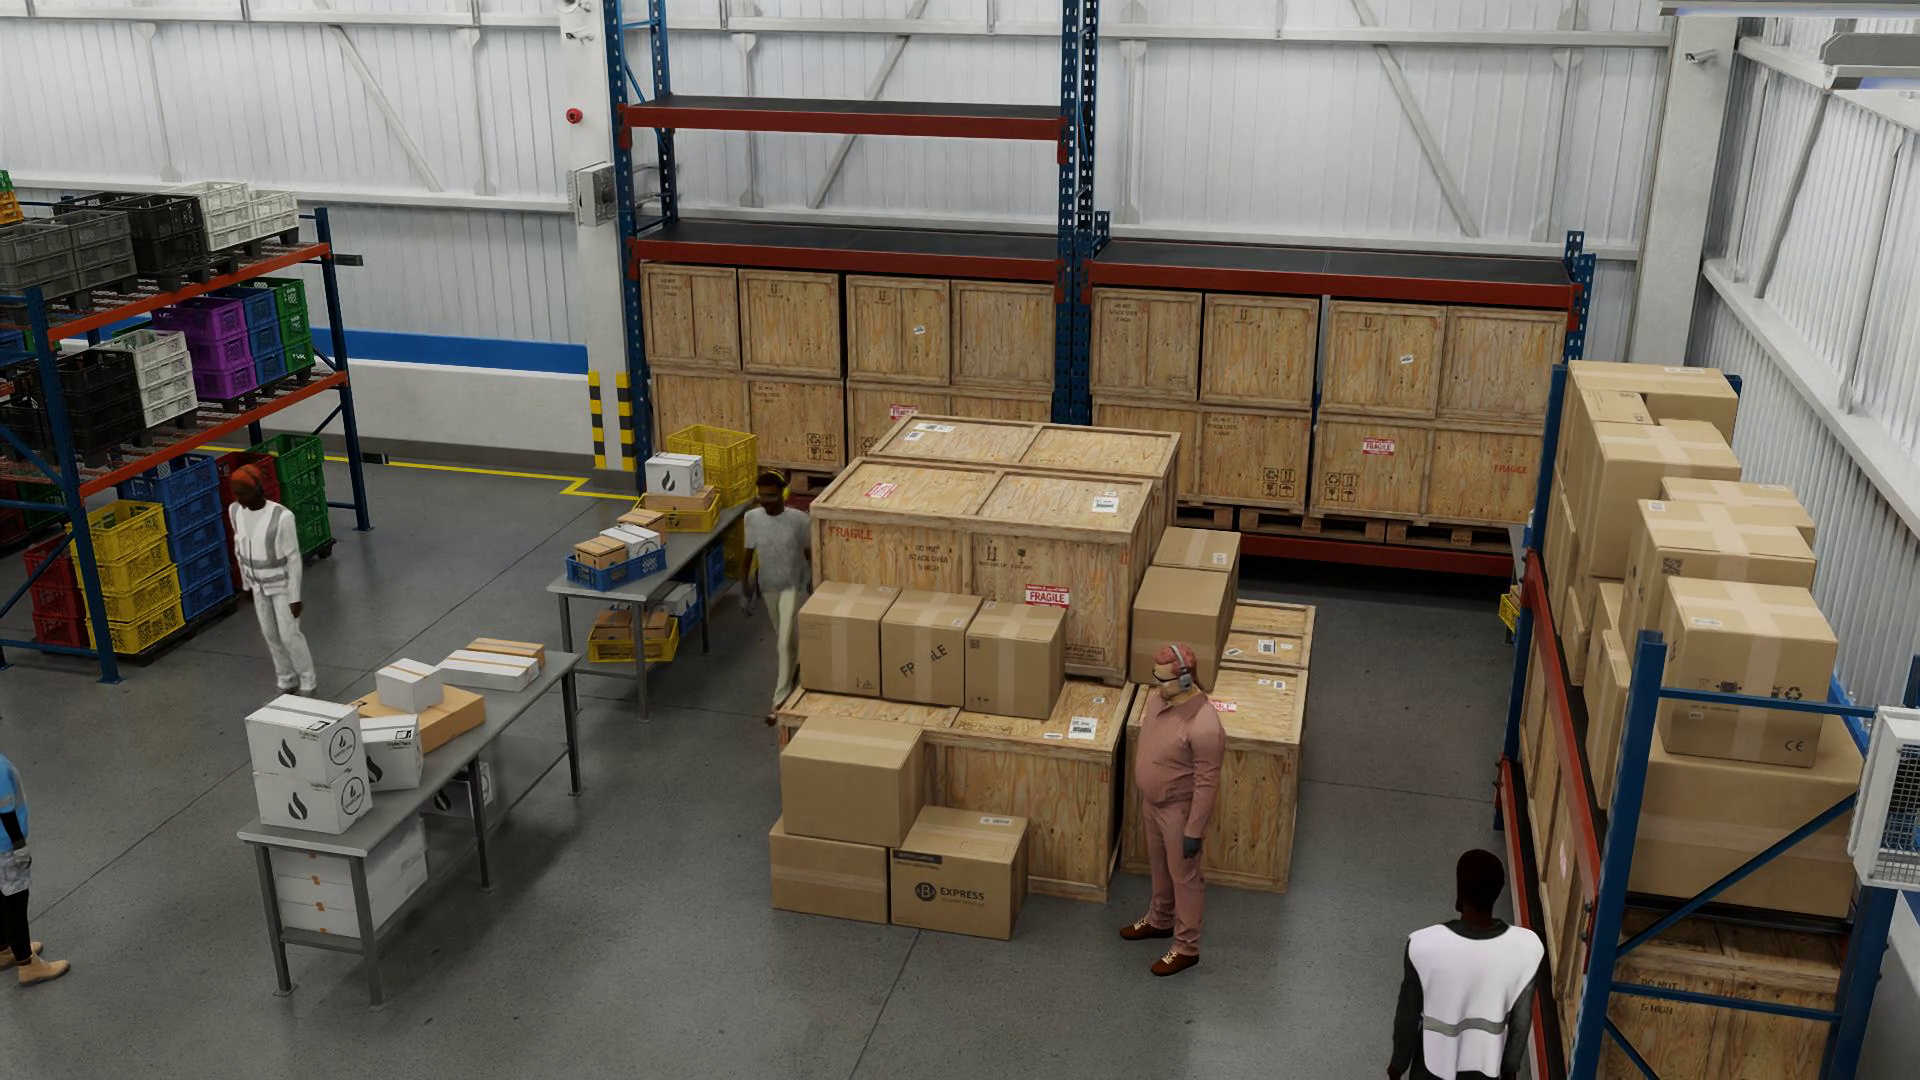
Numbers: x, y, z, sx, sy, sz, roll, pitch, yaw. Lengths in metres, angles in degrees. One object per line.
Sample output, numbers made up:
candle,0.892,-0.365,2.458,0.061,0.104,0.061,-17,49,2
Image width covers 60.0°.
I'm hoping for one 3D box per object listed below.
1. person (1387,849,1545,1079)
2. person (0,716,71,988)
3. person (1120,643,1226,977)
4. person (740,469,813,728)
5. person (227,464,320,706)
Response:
person,2.108,2.181,7.031,0.581,1.911,0.396,-2,21,-5
person,-5.132,1.580,8.889,0.540,1.695,0.317,16,26,35
person,1.139,1.436,8.987,0.407,1.902,0.639,-7,22,-18
person,-1.286,0.334,11.989,0.550,1.822,0.988,5,22,13
person,-4.929,0.335,11.914,0.588,1.874,0.384,9,23,23
